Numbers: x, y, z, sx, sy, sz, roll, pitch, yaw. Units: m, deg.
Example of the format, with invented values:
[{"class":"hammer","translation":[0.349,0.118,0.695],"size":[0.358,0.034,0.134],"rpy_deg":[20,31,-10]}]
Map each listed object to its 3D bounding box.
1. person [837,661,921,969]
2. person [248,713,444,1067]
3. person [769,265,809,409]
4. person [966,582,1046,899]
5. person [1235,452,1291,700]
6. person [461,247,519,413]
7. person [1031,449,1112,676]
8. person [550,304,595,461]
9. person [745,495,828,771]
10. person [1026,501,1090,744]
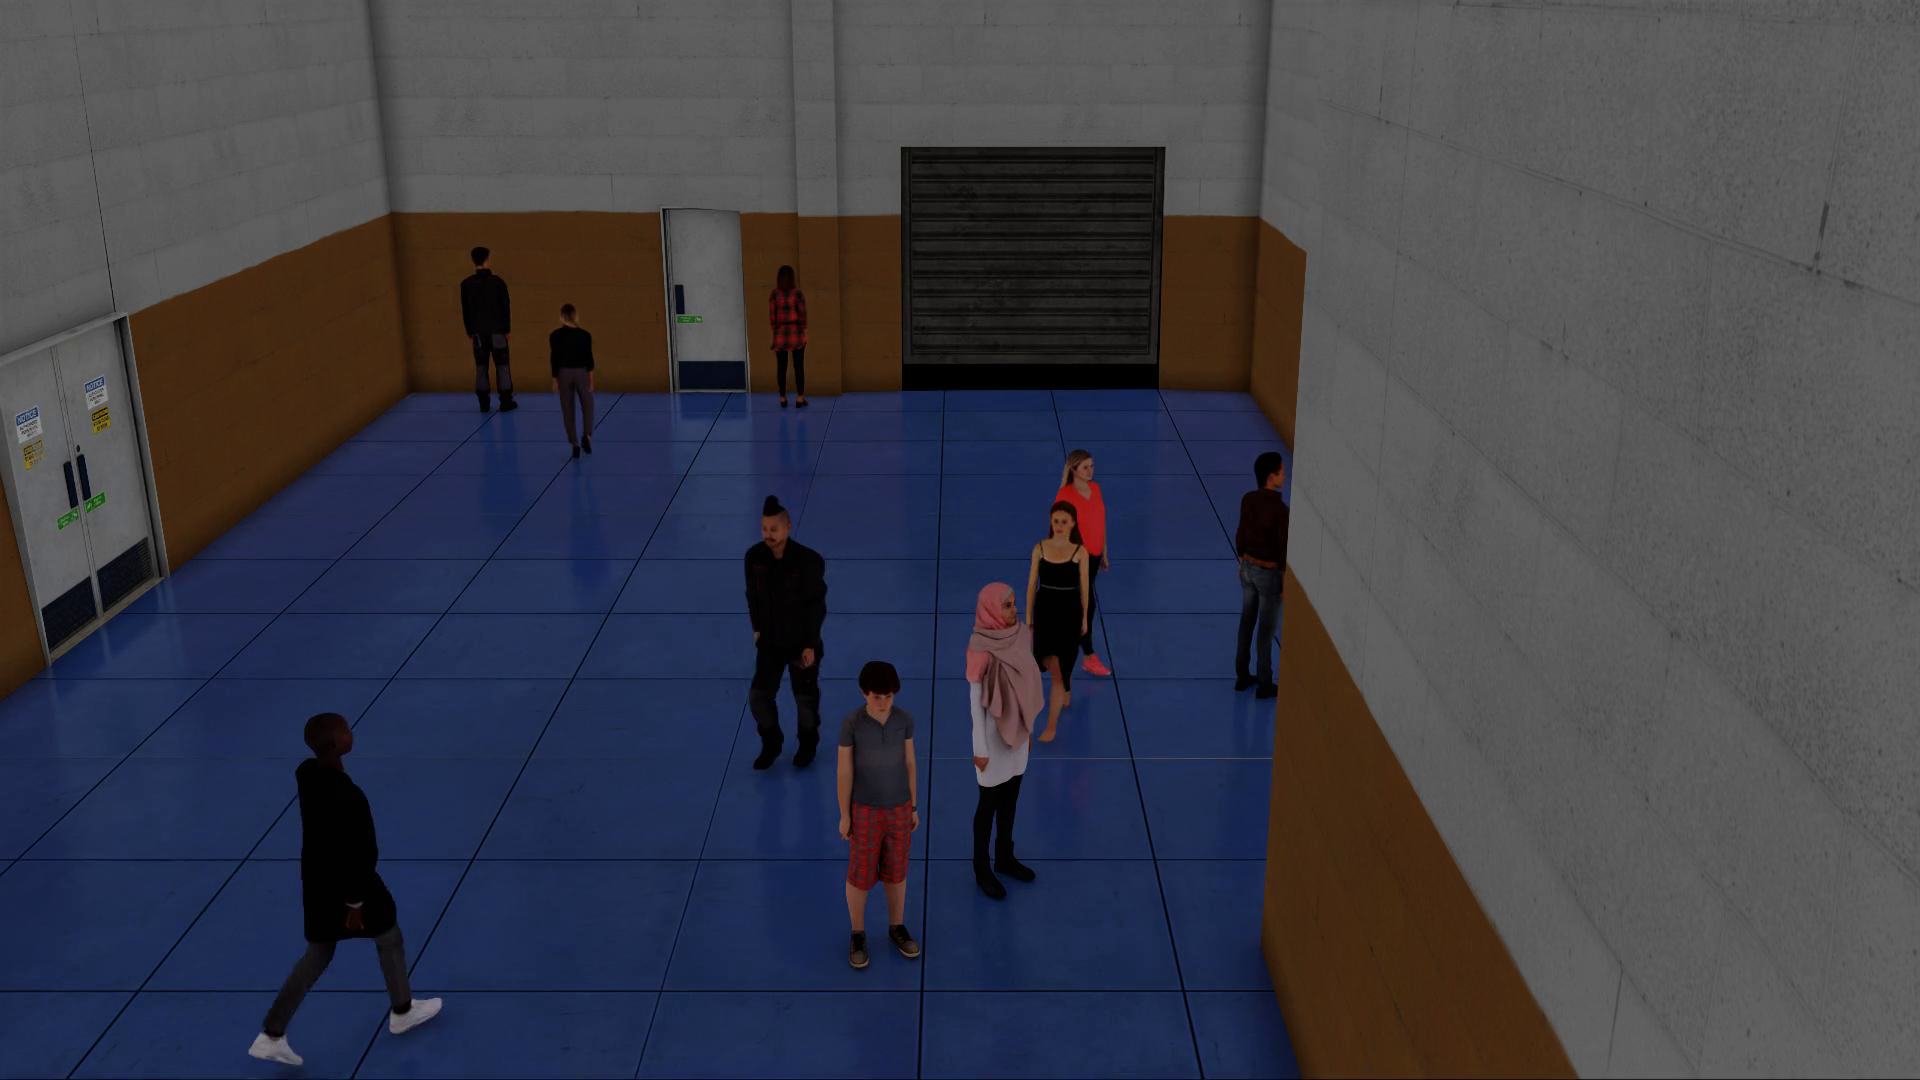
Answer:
[{"class":"person","translation":[-0.420,1.382,8.582],"size":[0.572,1.651,0.705],"rpy_deg":[-6,20,-19]},{"class":"person","translation":[-2.959,1.644,7.708],"size":[1.162,1.727,1.156],"rpy_deg":[14,23,36]},{"class":"person","translation":[-2.040,-2.427,19.818],"size":[0.554,1.703,0.709],"rpy_deg":[4,19,10]},{"class":"person","translation":[0.224,1.091,9.233],"size":[0.792,1.800,0.739],"rpy_deg":[16,24,40]},{"class":"person","translation":[2.132,0.247,11.771],"size":[0.723,1.778,0.714],"rpy_deg":[-13,22,-33]},{"class":"person","translation":[-5.567,-2.486,19.618],"size":[0.512,1.944,0.748],"rpy_deg":[-1,19,-2]},{"class":"person","translation":[0.816,0.138,12.278],"size":[1.153,1.661,1.091],"rpy_deg":[16,24,39]},{"class":"person","translation":[-4.079,-1.643,17.558],"size":[0.633,1.662,0.728],"rpy_deg":[-5,19,-14]},{"class":"person","translation":[-1.053,0.567,10.689],"size":[0.773,1.841,0.919],"rpy_deg":[6,19,16]},{"class":"person","translation":[0.684,0.508,11.287],"size":[1.068,1.593,0.880],"rpy_deg":[7,20,20]}]
